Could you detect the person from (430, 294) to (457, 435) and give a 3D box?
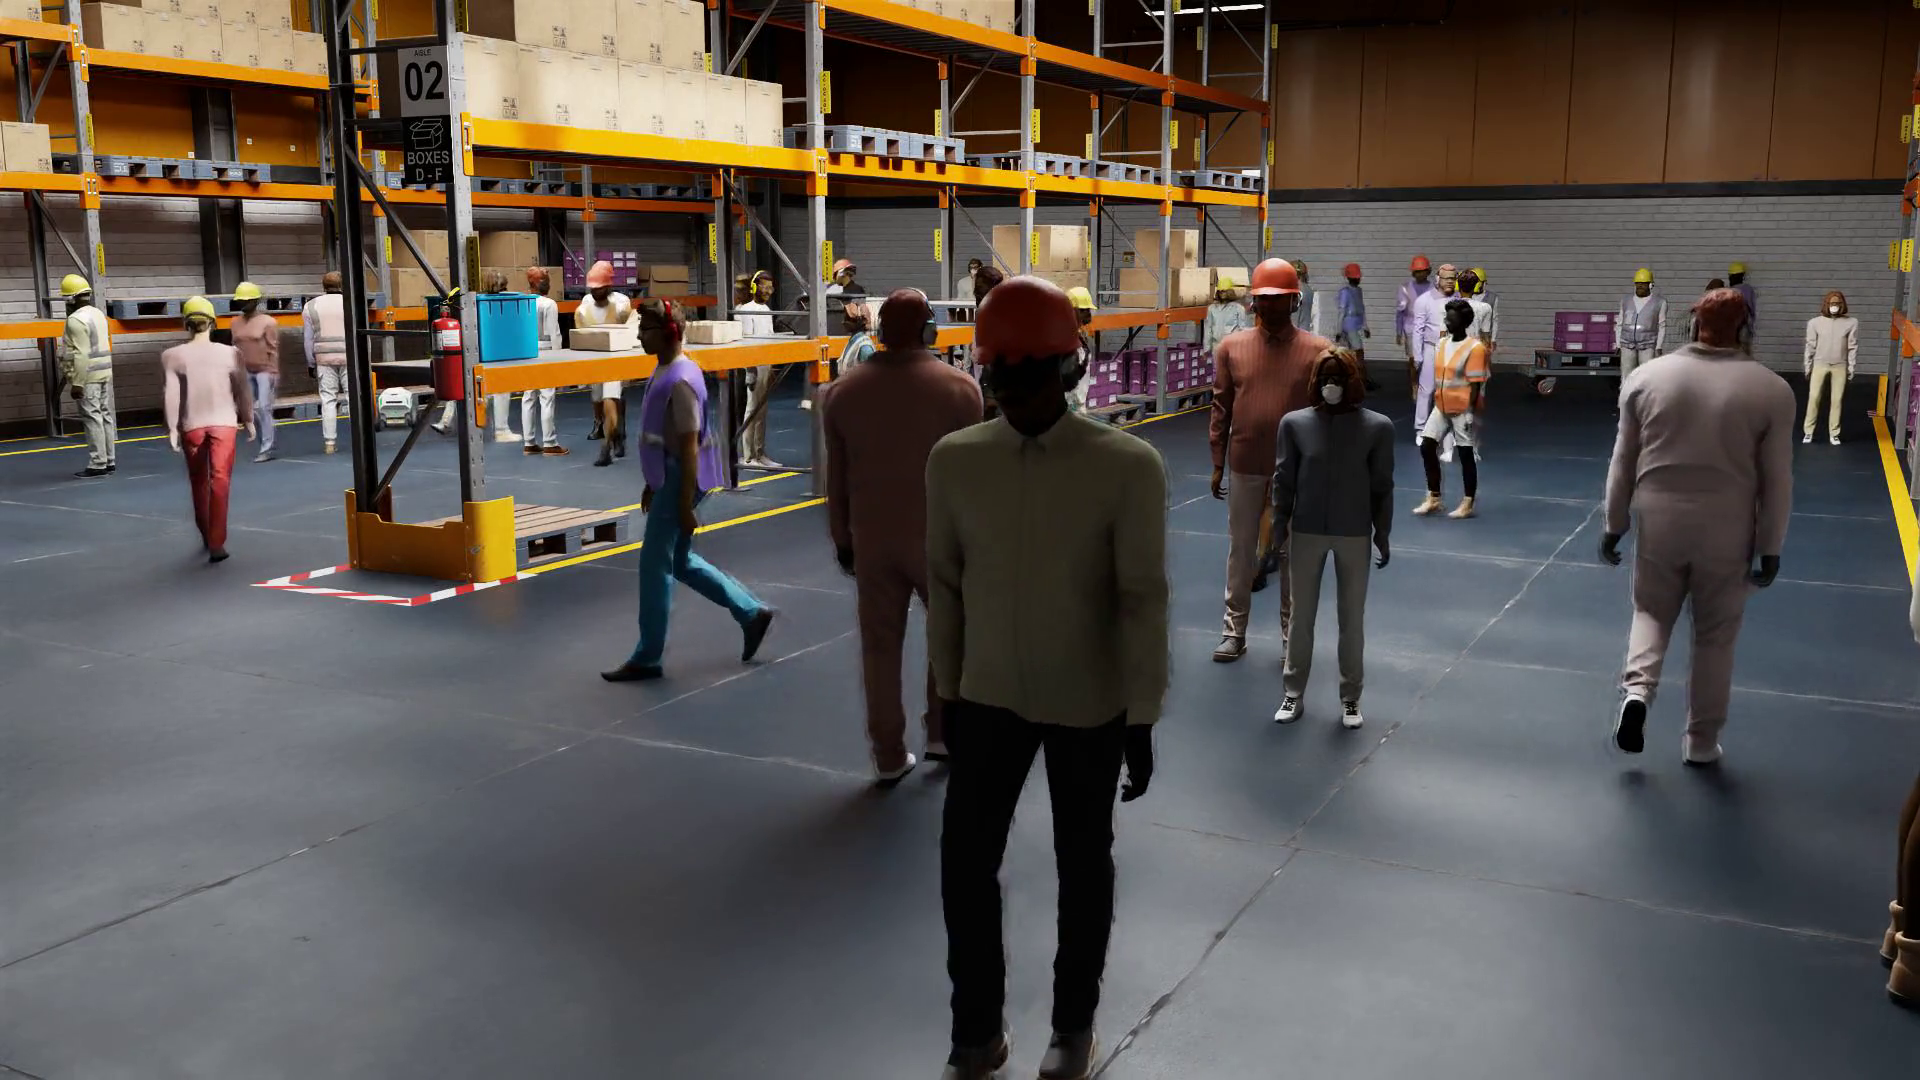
[{"bbox_3d":[-5.631,-1.946,18.447,0.559,1.580,0.902,5,11,25],"label":"person"}]

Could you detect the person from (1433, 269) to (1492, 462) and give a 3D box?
[{"bbox_3d":[4.868,-1.680,16.103,0.536,1.867,0.312,3,10,15],"label":"person"}]

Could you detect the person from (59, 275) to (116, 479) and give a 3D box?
[{"bbox_3d":[-7.841,-1.458,14.928,0.404,1.829,0.591,-1,10,-7],"label":"person"}]

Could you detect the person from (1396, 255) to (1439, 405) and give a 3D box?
[{"bbox_3d":[6.212,-2.840,22.466,0.609,2.000,1.044,3,10,18],"label":"person"}]

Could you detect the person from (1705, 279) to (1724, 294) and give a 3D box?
[{"bbox_3d":[11.323,-3.113,25.074,0.282,1.631,0.503,8,13,39],"label":"person"}]

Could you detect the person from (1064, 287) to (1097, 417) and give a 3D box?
[{"bbox_3d":[0.871,-1.030,12.633,0.322,1.767,0.533,-2,10,-10],"label":"person"}]

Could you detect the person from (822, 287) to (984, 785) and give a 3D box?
[{"bbox_3d":[-0.177,-0.022,6.428,0.680,1.885,0.617,3,10,15],"label":"person"}]

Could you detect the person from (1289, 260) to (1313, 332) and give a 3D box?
[{"bbox_3d":[4.024,-2.385,19.972,0.362,1.939,0.635,5,11,28],"label":"person"}]

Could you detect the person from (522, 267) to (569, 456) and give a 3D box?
[{"bbox_3d":[-4.197,-1.774,16.596,0.583,1.882,0.337,5,11,29],"label":"person"}]

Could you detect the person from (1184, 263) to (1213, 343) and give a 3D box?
[{"bbox_3d":[3.784,-3.380,25.817,0.767,1.917,0.637,-9,13,-43],"label":"person"}]

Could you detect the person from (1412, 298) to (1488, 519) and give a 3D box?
[{"bbox_3d":[3.698,-0.978,12.585,0.607,1.675,0.553,-5,11,-27],"label":"person"}]

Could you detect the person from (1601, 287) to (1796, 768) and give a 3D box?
[{"bbox_3d":[2.856,-0.033,6.489,0.685,1.890,0.554,7,12,34],"label":"person"}]

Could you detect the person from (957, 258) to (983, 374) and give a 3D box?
[{"bbox_3d":[0.246,-3.472,26.274,0.630,1.940,0.372,2,10,12],"label":"person"}]

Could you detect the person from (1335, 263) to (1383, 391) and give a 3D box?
[{"bbox_3d":[5.773,-3.131,24.487,0.951,1.871,0.543,5,11,26],"label":"person"}]

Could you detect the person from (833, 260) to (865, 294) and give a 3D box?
[{"bbox_3d":[-1.261,-2.377,19.948,0.389,1.946,0.752,-5,11,-26],"label":"person"}]

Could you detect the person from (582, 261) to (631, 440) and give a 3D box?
[{"bbox_3d":[-3.825,-2.040,17.985,0.552,1.937,0.356,1,10,4],"label":"person"}]

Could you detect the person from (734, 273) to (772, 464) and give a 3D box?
[{"bbox_3d":[-1.992,-1.591,15.678,0.525,1.847,0.373,6,11,30],"label":"person"}]

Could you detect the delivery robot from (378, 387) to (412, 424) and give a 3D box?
[{"bbox_3d":[-6.457,-1.575,19.019,0.477,0.478,0.707,-3,10,-16],"label":"delivery robot"}]

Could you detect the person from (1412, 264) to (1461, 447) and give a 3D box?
[{"bbox_3d":[5.044,-1.918,17.374,0.651,1.904,0.401,-2,10,-10],"label":"person"}]

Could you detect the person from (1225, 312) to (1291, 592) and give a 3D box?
[{"bbox_3d":[1.892,-0.670,10.211,0.553,1.897,0.959,7,12,35],"label":"person"}]

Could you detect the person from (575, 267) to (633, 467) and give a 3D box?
[{"bbox_3d":[-3.411,-1.687,16.077,0.554,1.904,0.900,1,10,6],"label":"person"}]

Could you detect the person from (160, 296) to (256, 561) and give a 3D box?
[{"bbox_3d":[-5.013,-0.755,11.154,0.531,1.729,0.869,-2,10,-11],"label":"person"}]

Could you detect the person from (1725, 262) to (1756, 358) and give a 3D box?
[{"bbox_3d":[11.014,-3.015,23.794,0.594,1.886,0.945,-4,11,-24],"label":"person"}]

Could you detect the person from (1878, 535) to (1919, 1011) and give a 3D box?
[{"bbox_3d":[2.742,0.253,4.411,0.395,2.038,0.615,5,11,28],"label":"person"}]

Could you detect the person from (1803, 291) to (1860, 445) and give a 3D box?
[{"bbox_3d":[9.202,-1.813,17.590,0.502,1.624,0.280,4,10,21],"label":"person"}]

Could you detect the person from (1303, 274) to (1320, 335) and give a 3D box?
[{"bbox_3d":[4.496,-2.679,21.994,0.593,1.836,0.980,6,11,30],"label":"person"}]

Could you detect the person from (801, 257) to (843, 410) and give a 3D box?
[{"bbox_3d":[-1.714,-2.716,21.600,0.676,2.000,1.107,6,11,30],"label":"person"}]

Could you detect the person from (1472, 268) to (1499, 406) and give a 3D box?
[{"bbox_3d":[6.801,-2.678,21.991,0.600,1.827,0.404,3,10,16],"label":"person"}]

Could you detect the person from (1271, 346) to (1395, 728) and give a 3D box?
[{"bbox_3d":[1.584,-0.009,7.106,0.507,1.632,0.264,3,10,17],"label":"person"}]

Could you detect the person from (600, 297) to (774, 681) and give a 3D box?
[{"bbox_3d":[-1.311,-0.244,7.915,0.790,1.823,0.572,-2,10,-14],"label":"person"}]

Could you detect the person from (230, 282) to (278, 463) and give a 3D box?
[{"bbox_3d":[-6.814,-1.626,16.135,0.520,1.749,0.477,2,10,11],"label":"person"}]

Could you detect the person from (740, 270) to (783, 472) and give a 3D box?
[{"bbox_3d":[-1.857,-1.571,15.487,0.327,1.865,0.517,3,10,17],"label":"person"}]

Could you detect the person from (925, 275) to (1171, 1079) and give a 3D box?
[{"bbox_3d":[0.179,0.384,3.871,0.621,1.966,0.682,3,10,17],"label":"person"}]

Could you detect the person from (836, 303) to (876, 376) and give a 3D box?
[{"bbox_3d":[-0.791,-1.024,12.962,0.308,1.641,0.514,-4,10,-20],"label":"person"}]

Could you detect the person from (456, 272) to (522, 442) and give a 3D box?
[{"bbox_3d":[-5.047,-1.946,17.779,0.583,1.820,0.655,-6,11,-31],"label":"person"}]

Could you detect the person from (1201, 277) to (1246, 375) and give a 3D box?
[{"bbox_3d":[3.161,-2.291,20.062,0.485,1.721,0.670,7,12,33],"label":"person"}]

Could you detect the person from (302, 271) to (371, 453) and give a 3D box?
[{"bbox_3d":[-6.295,-1.797,16.859,0.627,1.840,0.429,-2,10,-11],"label":"person"}]

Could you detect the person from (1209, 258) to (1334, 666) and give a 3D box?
[{"bbox_3d":[1.525,-0.375,8.179,0.612,1.995,0.382,3,10,18],"label":"person"}]

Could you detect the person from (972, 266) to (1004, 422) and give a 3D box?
[{"bbox_3d":[0.255,-1.208,13.215,0.392,1.921,0.593,-2,10,-9],"label":"person"}]

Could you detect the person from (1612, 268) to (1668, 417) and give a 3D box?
[{"bbox_3d":[8.333,-2.408,20.411,0.588,1.835,0.403,7,12,36],"label":"person"}]
